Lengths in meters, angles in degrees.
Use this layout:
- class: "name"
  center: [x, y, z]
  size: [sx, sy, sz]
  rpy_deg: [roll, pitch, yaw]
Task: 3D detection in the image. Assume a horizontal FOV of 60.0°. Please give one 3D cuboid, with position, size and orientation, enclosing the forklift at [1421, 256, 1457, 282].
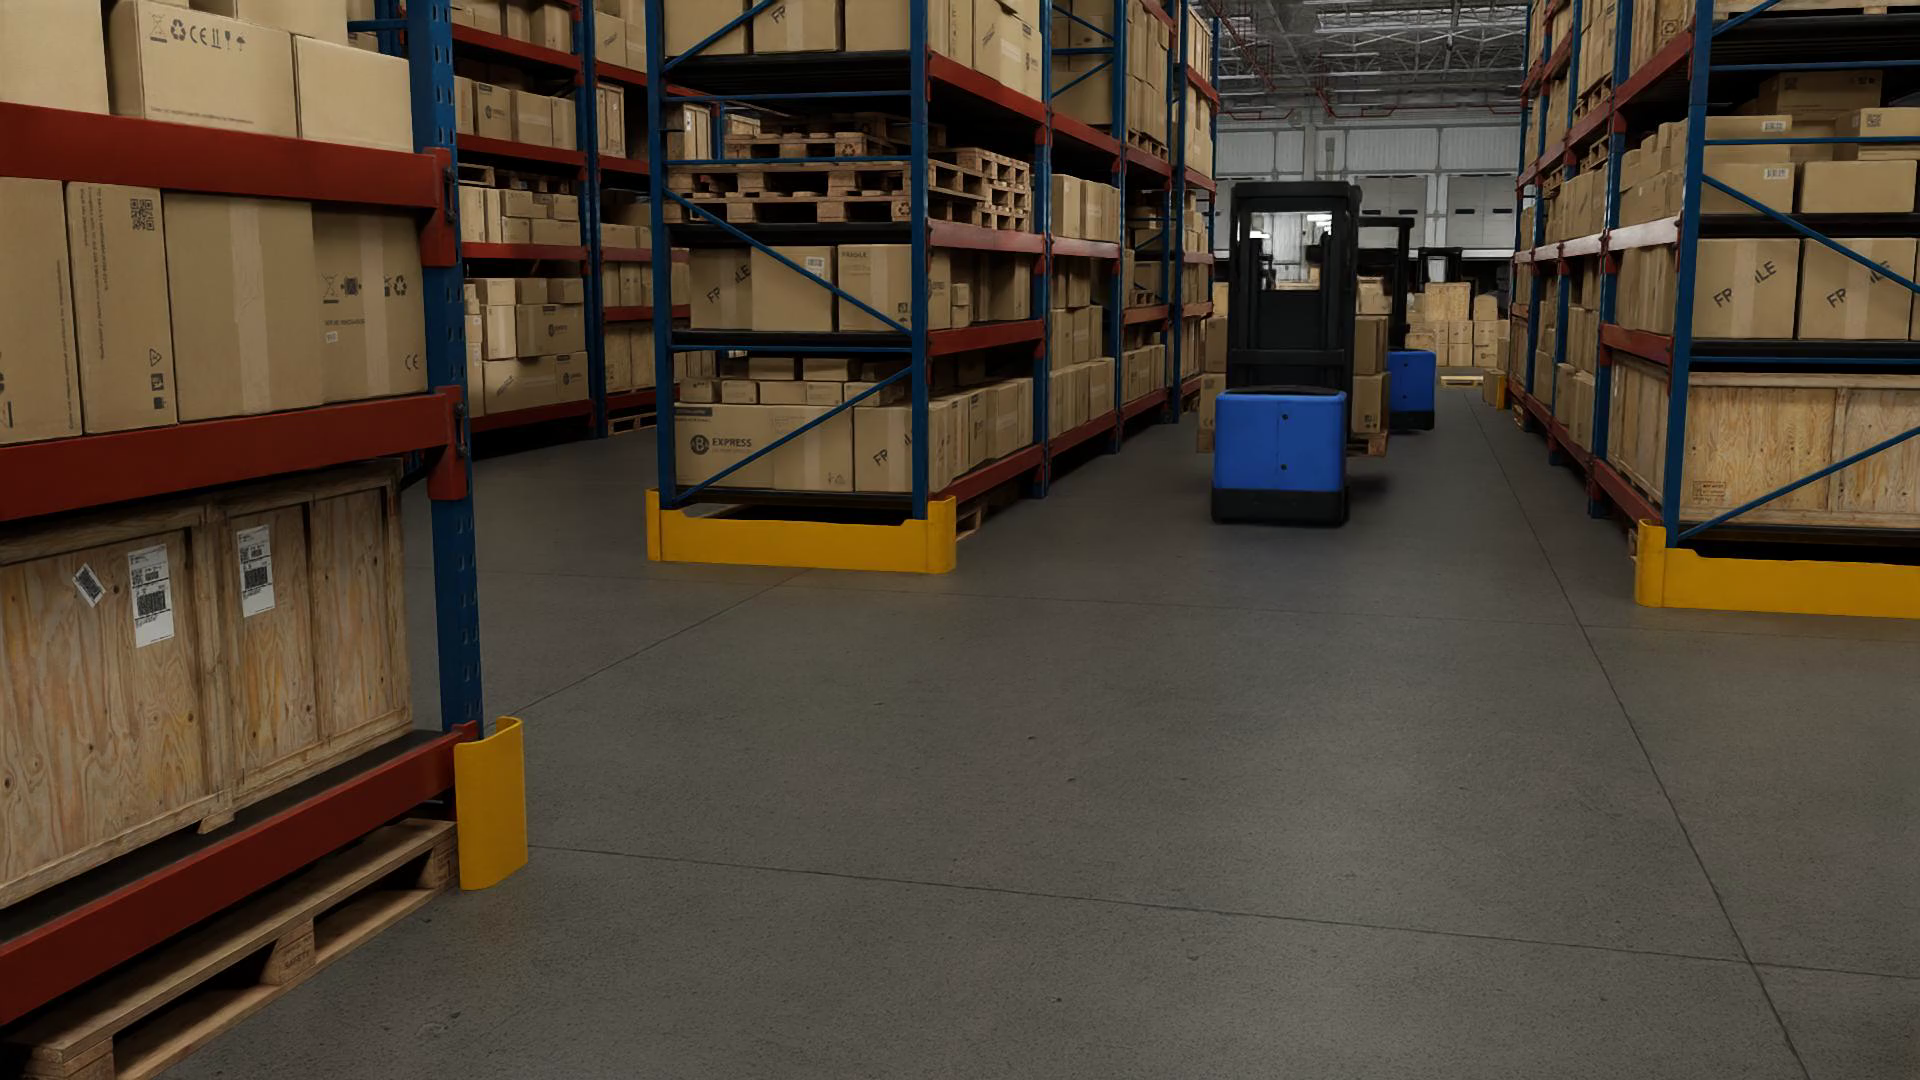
- class: "forklift"
  center: [12.457, -6.235, 43.383]
  size: [1.129, 2.768, 1.873]
  rpy_deg: [2, 9, 15]

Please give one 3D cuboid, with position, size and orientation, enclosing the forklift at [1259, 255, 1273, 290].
- class: "forklift"
  center: [10.553, -8.661, 58.801]
  size: [1.129, 2.768, 1.873]
  rpy_deg: [2, 9, 15]

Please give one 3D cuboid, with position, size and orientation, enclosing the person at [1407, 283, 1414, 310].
- class: "person"
  center: [11.650, -5.753, 43.435]
  size: [0.911, 1.909, 0.633]
  rpy_deg: [-6, 11, -33]

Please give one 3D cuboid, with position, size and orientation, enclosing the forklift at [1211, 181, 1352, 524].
- class: "forklift"
  center: [2.782, -1.629, 14.123]
  size: [1.129, 2.768, 1.873]
  rpy_deg: [2, 9, 15]

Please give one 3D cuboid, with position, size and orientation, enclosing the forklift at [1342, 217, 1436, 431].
- class: "forklift"
  center: [5.487, -2.884, 22.095]
  size: [1.129, 2.768, 1.873]
  rpy_deg: [-2, 9, -10]

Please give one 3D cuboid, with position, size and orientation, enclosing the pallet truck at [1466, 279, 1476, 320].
- class: "pallet truck"
  center: [18.896, -8.459, 60.307]
  size: [1.885, 1.965, 0.823]
  rpy_deg: [5, 10, 31]

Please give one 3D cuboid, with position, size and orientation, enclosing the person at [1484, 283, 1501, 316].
- class: "person"
  center: [17.840, -7.692, 55.862]
  size: [0.656, 1.870, 1.050]
  rpy_deg: [7, 11, 37]
